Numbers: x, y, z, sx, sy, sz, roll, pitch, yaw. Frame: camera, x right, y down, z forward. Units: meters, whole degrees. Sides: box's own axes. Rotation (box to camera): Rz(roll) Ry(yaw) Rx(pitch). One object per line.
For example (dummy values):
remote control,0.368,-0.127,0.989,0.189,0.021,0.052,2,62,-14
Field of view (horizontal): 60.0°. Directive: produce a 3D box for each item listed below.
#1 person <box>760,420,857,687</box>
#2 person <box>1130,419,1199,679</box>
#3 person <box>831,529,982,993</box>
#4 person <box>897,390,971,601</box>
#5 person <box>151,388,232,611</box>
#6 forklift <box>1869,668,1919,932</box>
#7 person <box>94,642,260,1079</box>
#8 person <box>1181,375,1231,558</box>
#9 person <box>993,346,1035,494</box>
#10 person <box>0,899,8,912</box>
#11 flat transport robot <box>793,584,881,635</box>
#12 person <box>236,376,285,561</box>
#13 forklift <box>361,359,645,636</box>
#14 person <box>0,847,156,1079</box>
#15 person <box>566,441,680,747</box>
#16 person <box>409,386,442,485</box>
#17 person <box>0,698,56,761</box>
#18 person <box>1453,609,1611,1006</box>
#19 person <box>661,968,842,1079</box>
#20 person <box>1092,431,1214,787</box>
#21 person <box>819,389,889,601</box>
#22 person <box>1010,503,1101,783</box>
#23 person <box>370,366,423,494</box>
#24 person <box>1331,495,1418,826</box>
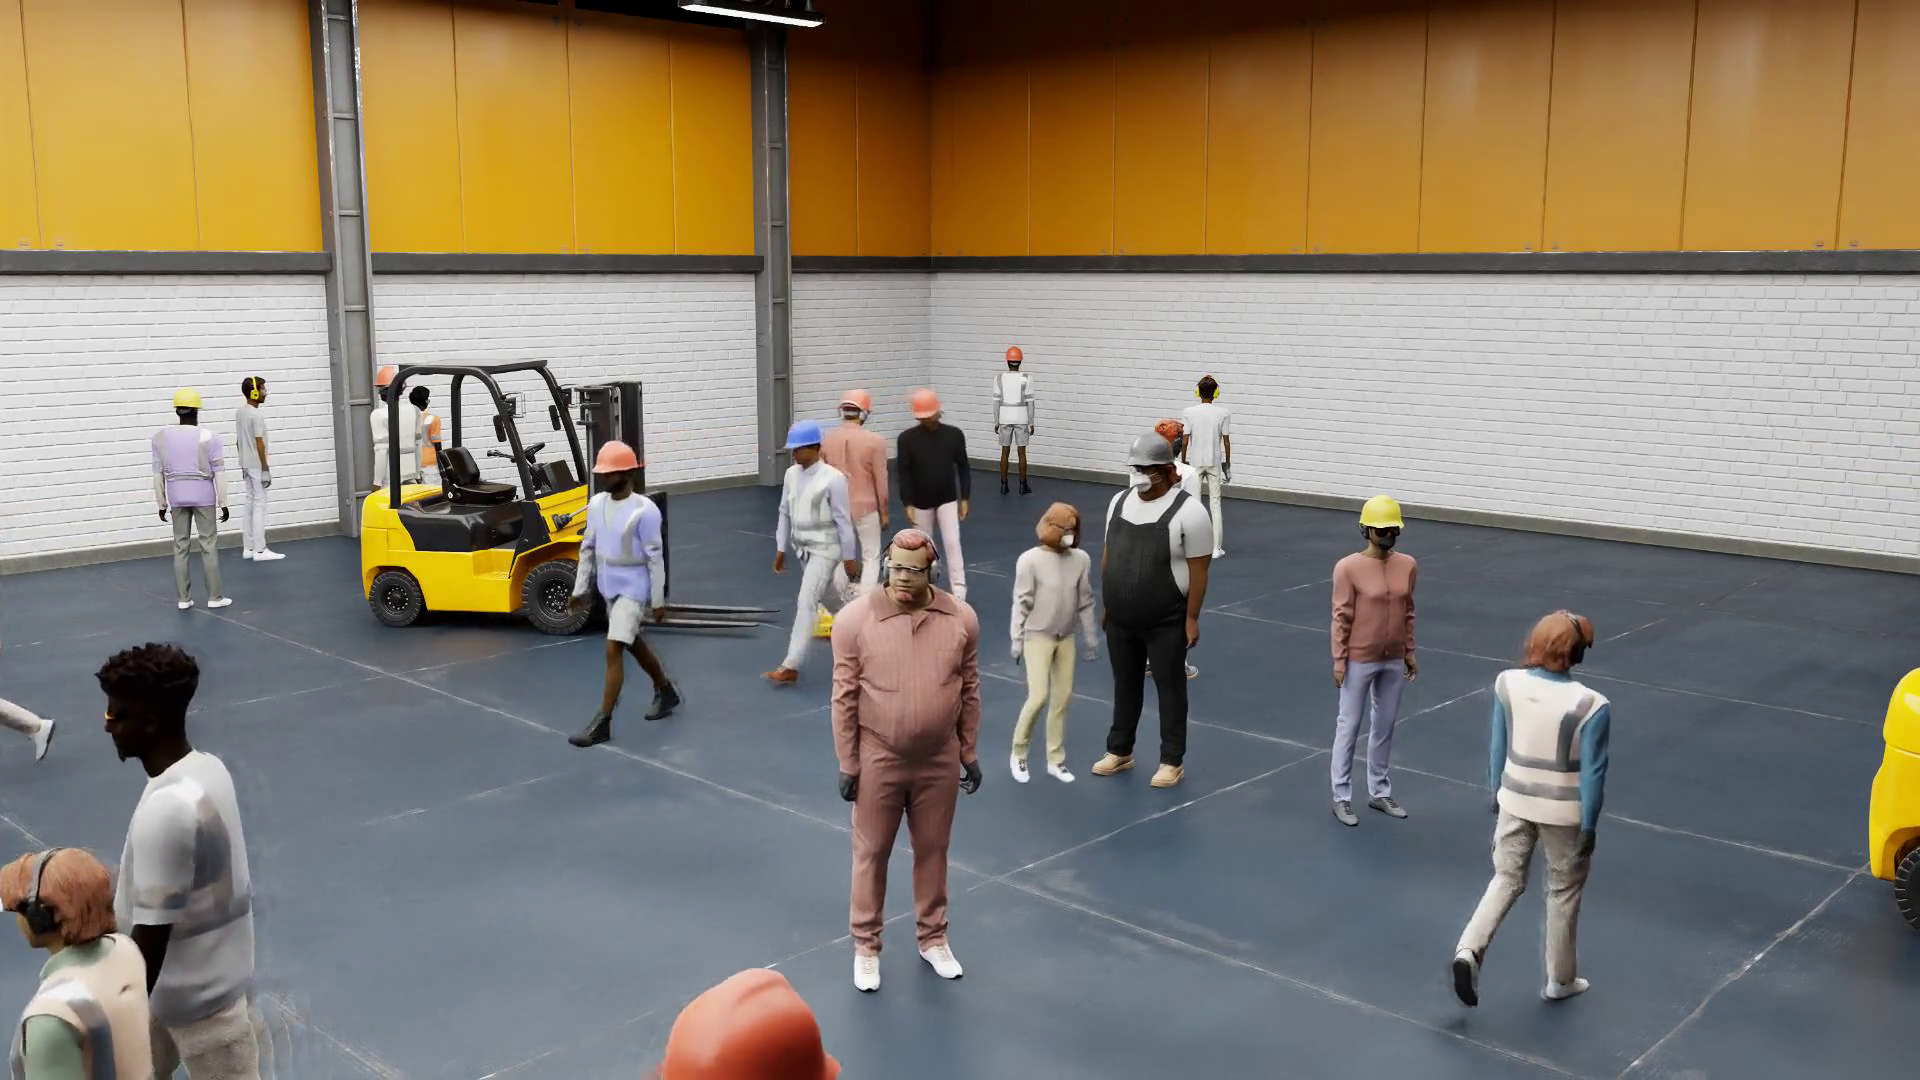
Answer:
person,-1.026,0.075,11.960,1.052,1.887,0.585,-7,12,-39
person,1.477,0.072,11.950,0.585,1.882,0.340,7,12,38
person,-0.206,0.895,6.851,0.642,1.905,0.401,-3,10,-17
person,-0.219,-0.337,14.347,0.633,1.925,0.891,-1,9,-6
person,-6.643,-0.349,14.408,0.594,1.923,0.382,-1,9,-7
forklift,5.205,0.723,7.013,2.313,2.155,1.214,9,13,43
person,-2.181,1.237,4.734,0.981,1.925,0.624,-4,10,-21
person,2.507,-0.742,17.002,0.535,1.863,0.309,1,9,9
person,0.714,-1.570,21.841,0.551,1.940,0.345,2,10,13
person,-4.745,0.836,7.417,0.864,1.839,0.527,-5,11,-28
flat transport robot,-0.943,0.558,13.901,0.652,0.197,1.431,1,9,5
person,-7.149,-0.726,16.890,0.526,1.869,0.315,9,13,44
forklift,-3.850,-0.407,13.936,2.313,2.155,1.214,2,9,11
person,-2.039,1.513,3.931,0.372,1.626,0.524,-1,9,-6
person,-2.109,0.302,10.556,0.564,1.897,1.005,7,12,36
person,-5.833,-0.825,18.044,0.534,1.695,0.319,4,10,21
person,-5.582,0.605,9.478,0.628,1.619,0.510,-7,11,-35
person,2.266,1.082,6.570,0.656,1.624,0.517,-8,12,-40
person,-0.347,1.598,2.567,0.977,1.899,0.542,-9,13,-43
person,1.063,0.390,9.518,0.674,2.000,0.537,7,12,38
person,-0.884,-0.241,13.608,0.644,1.965,0.505,4,10,22
person,0.543,0.589,9.570,0.524,1.622,0.338,-7,11,-36
person,-5.323,-0.613,15.663,0.379,2.041,0.616,4,10,23
person,2.214,0.635,8.859,0.533,1.767,0.312,-4,10,-22
